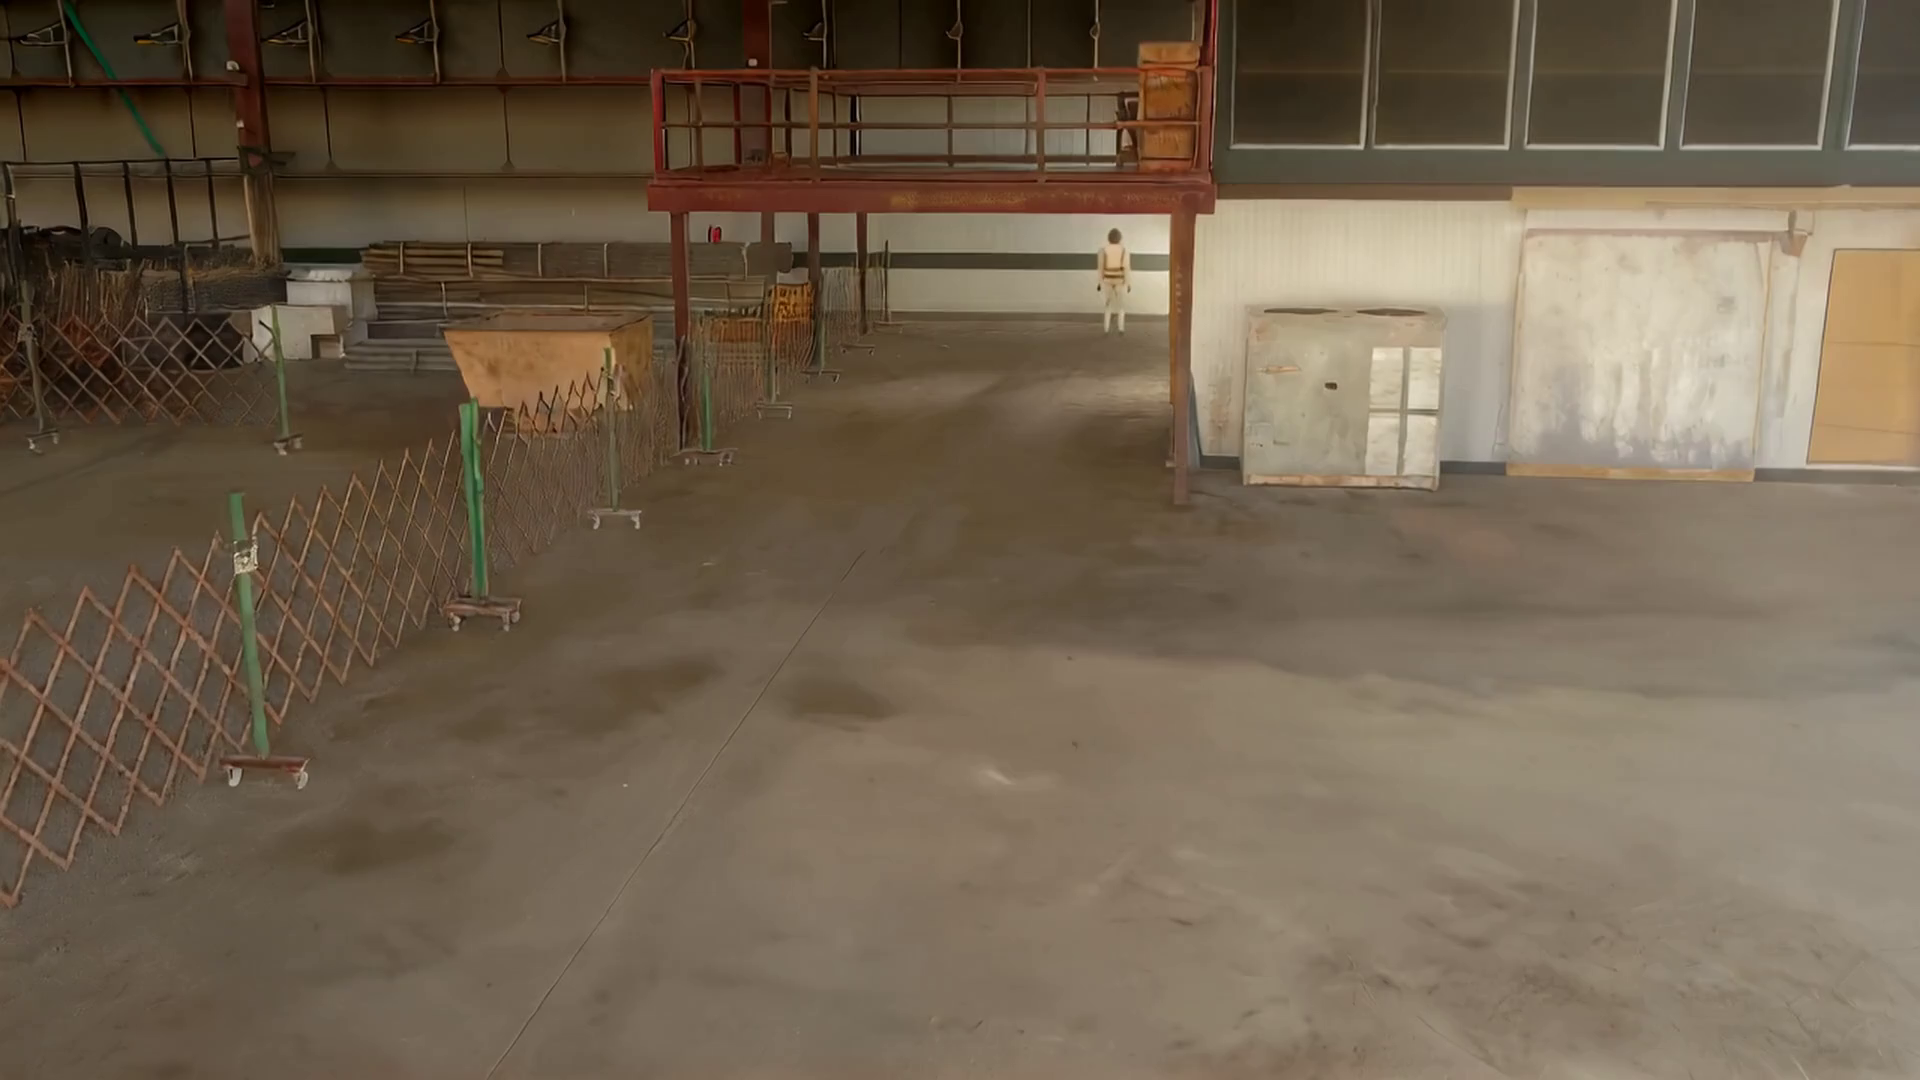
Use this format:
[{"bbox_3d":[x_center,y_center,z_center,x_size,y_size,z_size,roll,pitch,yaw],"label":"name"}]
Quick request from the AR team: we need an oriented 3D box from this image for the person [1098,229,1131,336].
[{"bbox_3d":[2.745,-4.577,29.574,0.584,1.882,0.337,2,14,7],"label":"person"}]
